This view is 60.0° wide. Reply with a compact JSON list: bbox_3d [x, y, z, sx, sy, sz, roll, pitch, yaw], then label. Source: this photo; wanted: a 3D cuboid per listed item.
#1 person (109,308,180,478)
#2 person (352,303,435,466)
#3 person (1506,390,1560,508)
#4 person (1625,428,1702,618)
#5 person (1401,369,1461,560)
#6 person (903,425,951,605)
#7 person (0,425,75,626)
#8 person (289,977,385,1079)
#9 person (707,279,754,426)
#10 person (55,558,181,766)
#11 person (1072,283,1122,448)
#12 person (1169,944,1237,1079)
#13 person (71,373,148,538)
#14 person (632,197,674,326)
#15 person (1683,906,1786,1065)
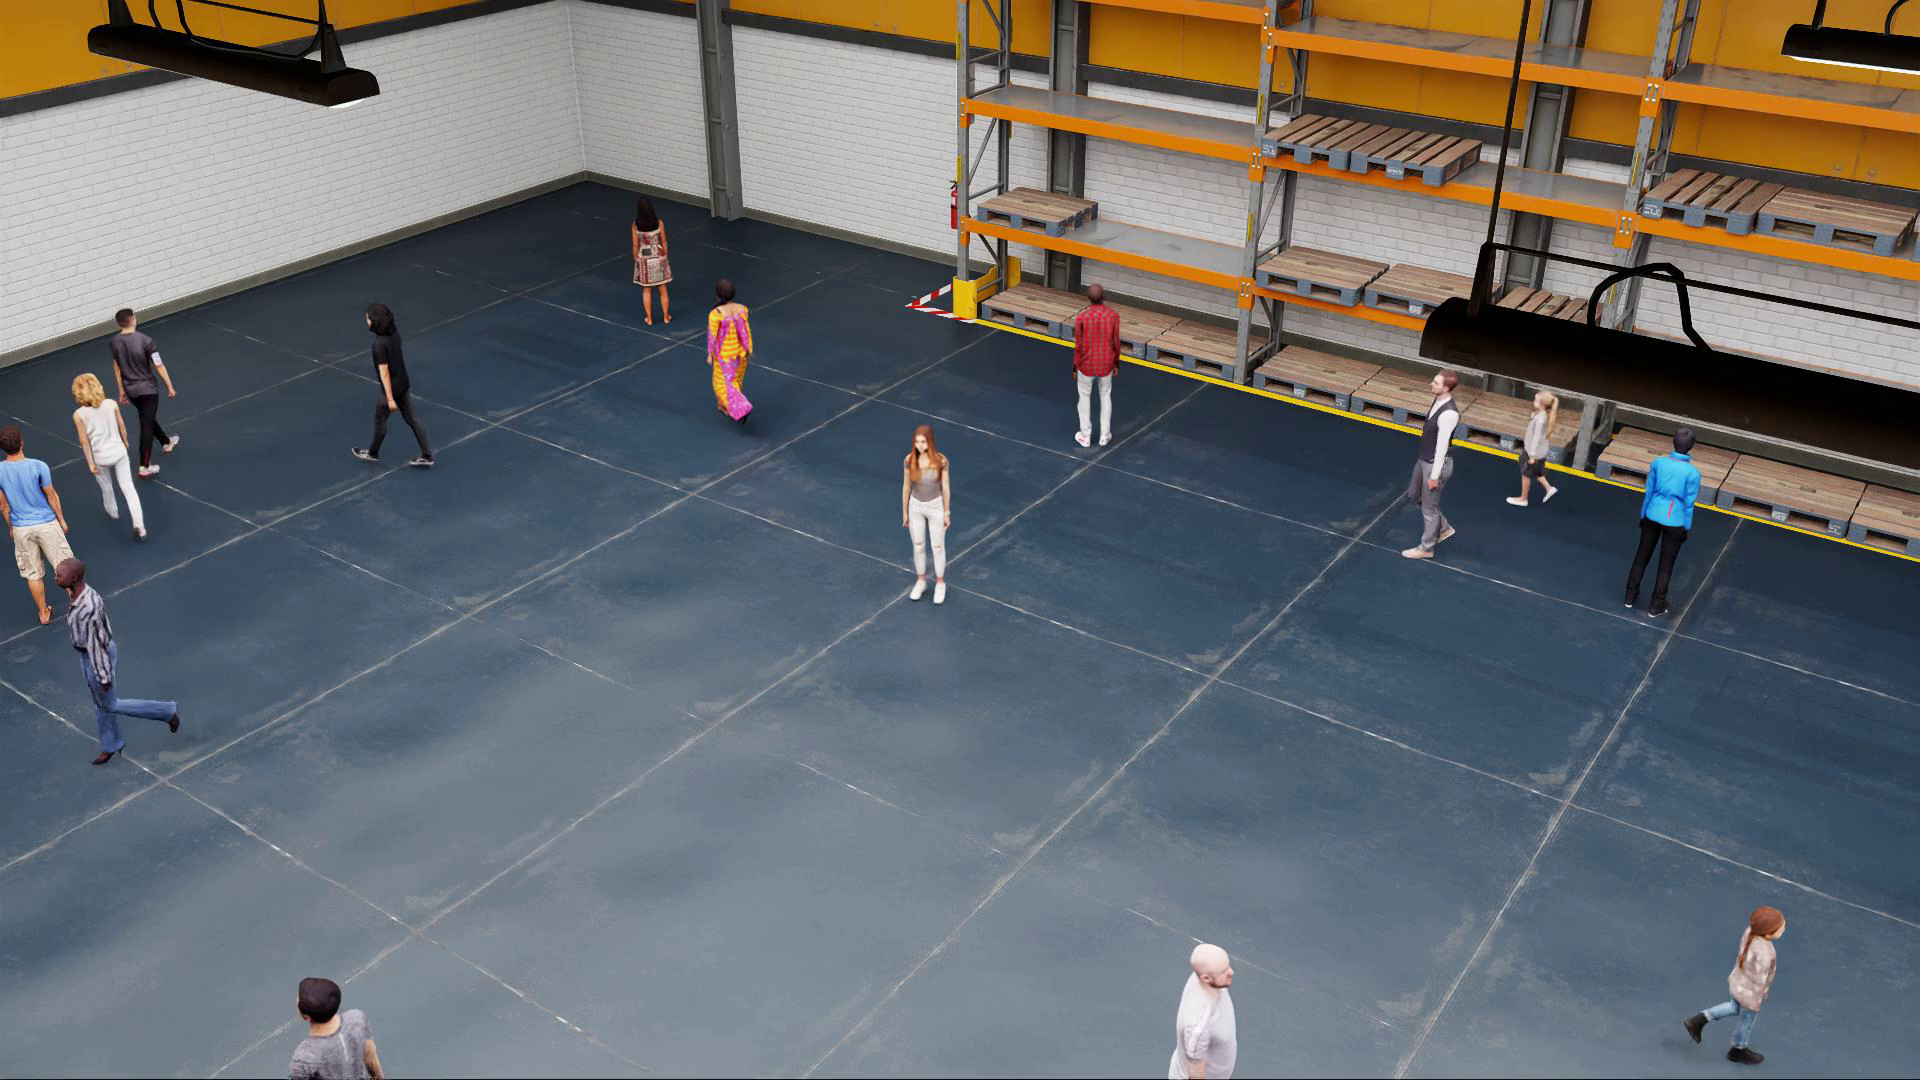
[{"bbox_3d":[-8.516,-1.489,17.233,1.209,1.713,1.101,3,29,5],"label":"person"},{"bbox_3d":[-5.813,-1.580,17.310,1.205,1.799,0.956,5,29,10],"label":"person"},{"bbox_3d":[5.814,-0.899,16.620,0.692,1.266,0.532,16,32,26],"label":"person"},{"bbox_3d":[6.235,-0.165,14.719,0.711,1.797,0.549,-23,36,-36],"label":"person"},{"bbox_3d":[4.536,-0.703,15.574,0.895,1.922,0.839,1,29,2],"label":"person"},{"bbox_3d":[-0.290,-0.255,14.968,0.595,1.717,0.722,5,29,9],"label":"person"},{"bbox_3d":[-8.109,-0.131,14.587,0.730,1.864,0.757,-9,30,-16],"label":"person"},{"bbox_3d":[-3.183,3.062,8.739,0.876,1.859,0.747,12,31,21],"label":"person"},{"bbox_3d":[-2.536,-2.061,18.324,0.754,1.672,1.038,-25,37,-38],"label":"person"},{"bbox_3d":[-6.501,0.914,12.757,0.880,1.780,0.958,-19,34,-31],"label":"person"},{"bbox_3d":[1.457,-1.887,17.854,0.726,1.818,0.807,-3,29,-5],"label":"person"},{"bbox_3d":[1.293,2.915,9.036,0.703,1.832,0.733,8,30,14],"label":"person"},{"bbox_3d":[-8.173,-0.784,16.033,0.809,1.626,1.165,-22,35,-34],"label":"person"},{"bbox_3d":[-3.912,-3.535,21.059,0.719,1.642,0.757,-7,29,-12],"label":"person"},{"bbox_3d":[4.746,2.697,10.111,0.795,1.185,0.654,5,29,9],"label":"person"}]
